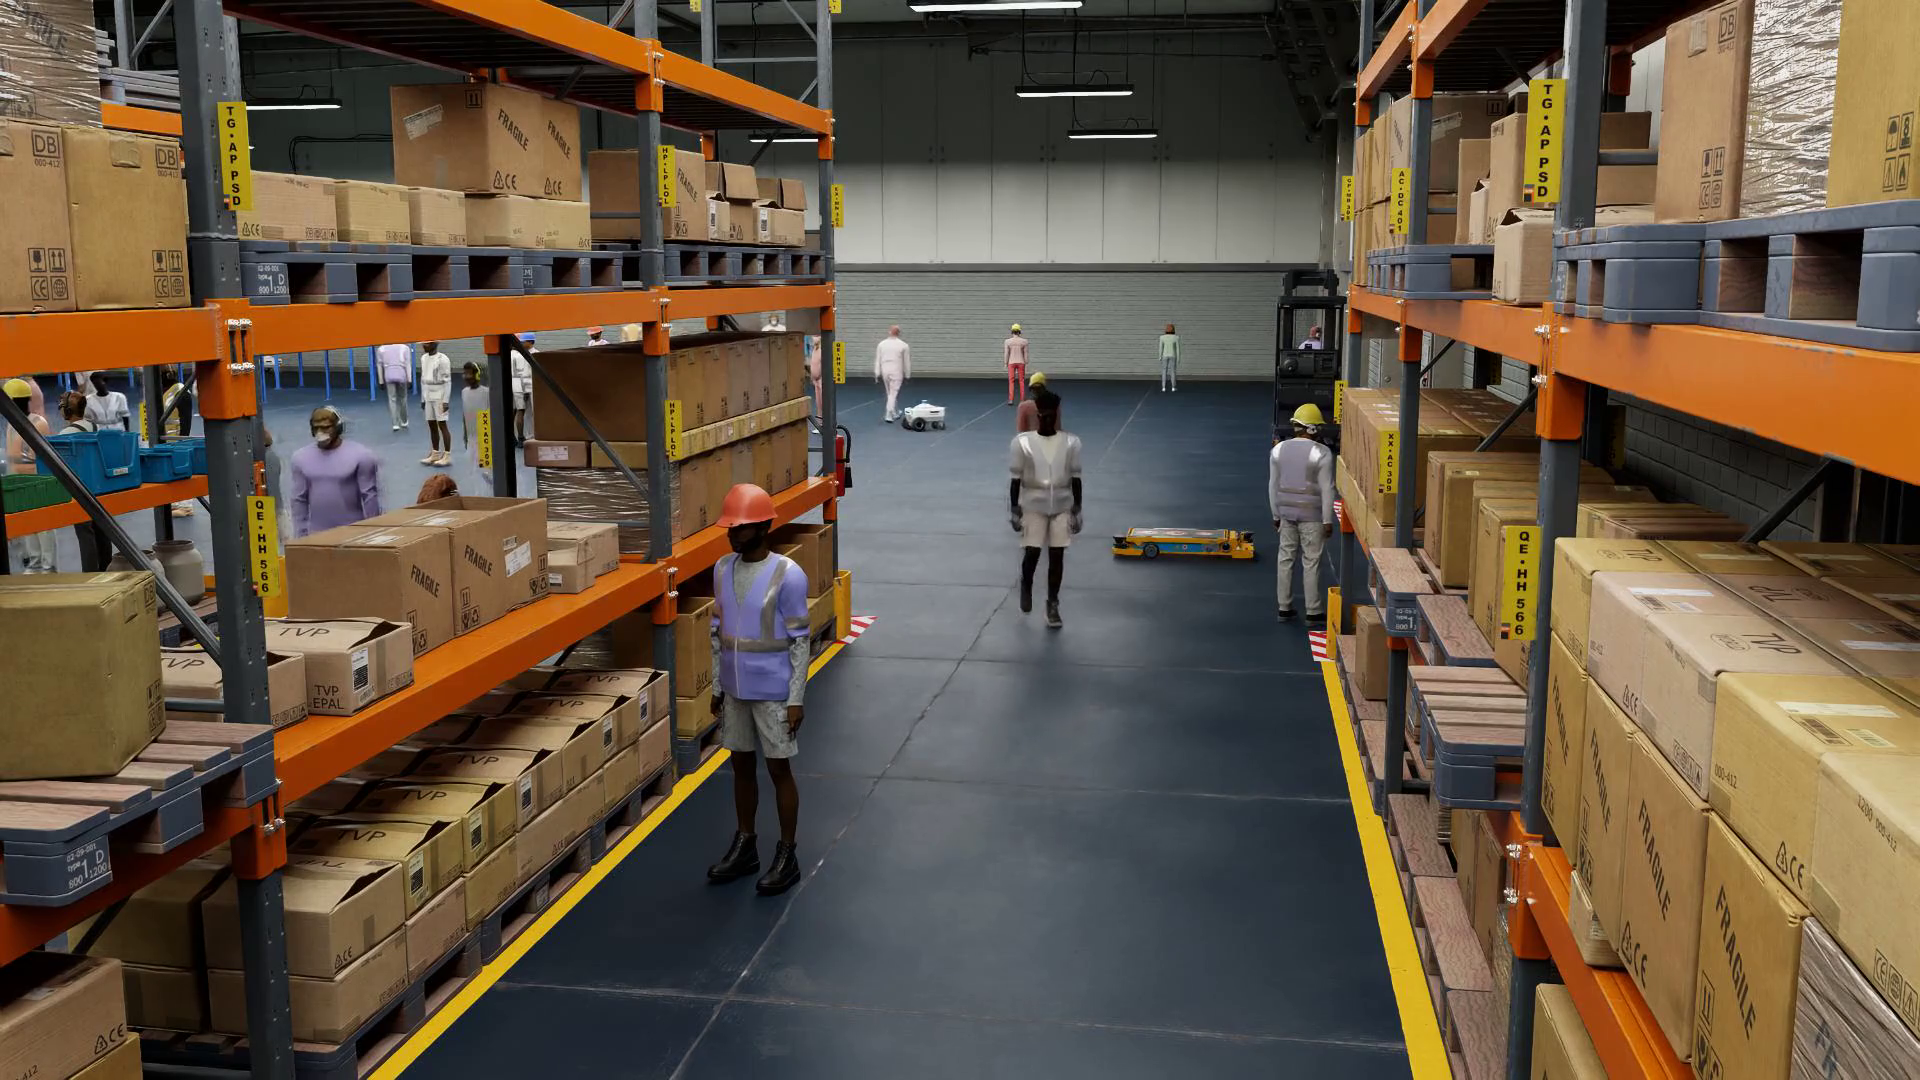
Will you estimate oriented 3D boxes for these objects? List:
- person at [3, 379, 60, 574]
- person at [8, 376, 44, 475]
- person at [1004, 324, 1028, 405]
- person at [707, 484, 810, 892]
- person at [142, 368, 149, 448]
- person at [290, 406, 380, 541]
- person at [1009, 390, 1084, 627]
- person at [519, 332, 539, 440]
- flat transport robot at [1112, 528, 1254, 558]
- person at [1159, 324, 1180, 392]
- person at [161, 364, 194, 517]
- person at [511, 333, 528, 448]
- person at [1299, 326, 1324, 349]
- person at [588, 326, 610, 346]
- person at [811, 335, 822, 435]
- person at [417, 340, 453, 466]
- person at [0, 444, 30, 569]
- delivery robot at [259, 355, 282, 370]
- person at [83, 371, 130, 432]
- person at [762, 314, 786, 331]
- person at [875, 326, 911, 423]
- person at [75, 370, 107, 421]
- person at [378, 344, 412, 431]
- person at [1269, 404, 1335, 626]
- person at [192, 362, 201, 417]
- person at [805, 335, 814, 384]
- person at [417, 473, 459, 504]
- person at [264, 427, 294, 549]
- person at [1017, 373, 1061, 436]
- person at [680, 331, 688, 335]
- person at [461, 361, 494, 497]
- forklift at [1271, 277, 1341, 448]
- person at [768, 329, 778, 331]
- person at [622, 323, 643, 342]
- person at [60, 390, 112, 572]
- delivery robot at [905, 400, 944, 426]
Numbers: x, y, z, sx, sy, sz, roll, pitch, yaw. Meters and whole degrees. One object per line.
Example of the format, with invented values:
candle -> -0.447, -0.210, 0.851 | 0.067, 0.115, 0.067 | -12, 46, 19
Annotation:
person -> -8.670, -0.536, 15.473 | 0.593, 1.924, 0.381 | 6, 11, 34
person -> -11.343, -1.246, 20.044 | 0.957, 1.857, 0.684 | -6, 11, -31
person -> 1.223, -3.828, 36.281 | 0.527, 1.765, 0.328 | -1, 9, -4
person -> -0.974, 0.694, 7.853 | 0.553, 1.935, 0.363 | 6, 11, 32
person -> -12.382, -2.173, 25.958 | 0.873, 1.806, 0.641 | 0, 9, -3
person -> -4.690, -0.045, 12.461 | 0.634, 1.918, 0.452 | 1, 9, 4
person -> 0.717, -0.267, 13.744 | 0.610, 1.954, 0.452 | -2, 9, -10
person -> -7.077, -2.490, 27.459 | 0.406, 1.947, 0.606 | -9, 13, -43
flat transport robot -> 2.319, 0.022, 17.257 | 1.431, 0.197, 0.652 | 1, 9, 9
person -> 5.081, -4.417, 40.312 | 0.507, 1.631, 0.268 | 3, 10, 16
person -> -9.434, -1.208, 19.885 | 0.625, 1.844, 0.429 | 6, 11, 33
person -> -7.325, -2.500, 27.540 | 0.548, 1.942, 0.348 | 8, 12, 41
person -> 6.519, -2.974, 30.577 | 0.411, 1.908, 0.643 | -8, 12, -39
person -> -6.928, -3.189, 31.839 | 0.542, 1.927, 0.380 | 6, 11, 32
person -> -2.470, -2.831, 29.737 | 0.397, 1.897, 0.653 | -4, 10, -22
person -> -7.894, -2.127, 24.934 | 0.615, 2.038, 0.395 | 7, 11, 36
person -> -9.215, -0.551, 15.955 | 0.878, 1.792, 0.609 | -5, 10, -26
delivery robot -> -19.795, -5.084, 47.585 | 0.707, 0.478, 0.477 | 1, 9, 9
person -> -10.869, -1.333, 21.179 | 0.548, 1.668, 0.579 | -5, 11, -30
person -> -4.467, -4.517, 40.107 | 0.631, 1.912, 0.926 | -2, 10, -15
person -> -1.277, -3.217, 32.271 | 0.659, 1.841, 1.045 | 4, 10, 21
person -> -12.827, -1.980, 24.556 | 0.328, 1.872, 0.512 | 4, 10, 22
person -> -10.405, -2.972, 30.657 | 0.595, 1.868, 0.984 | -2, 9, -12
person -> 2.848, -0.214, 13.794 | 0.591, 1.828, 0.404 | 9, 13, 44
person -> -15.148, -3.273, 33.279 | 0.435, 1.627, 0.518 | -1, 9, -4
person -> -3.982, -4.725, 42.062 | 0.540, 1.682, 0.582 | -9, 13, -44
person -> -3.328, 0.384, 10.696 | 0.503, 1.632, 0.274 | 5, 10, 27
person -> -6.161, -0.253, 14.780 | 0.869, 1.586, 0.496 | 2, 9, 14
person -> 0.932, -1.115, 19.699 | 0.518, 1.718, 0.930 | 1, 9, 4
person -> -5.891, -3.656, 35.633 | 0.549, 1.613, 0.657 | -1, 9, -5
person -> -5.762, -1.241, 20.094 | 0.502, 1.850, 0.634 | 6, 11, 31
forklift -> 5.847, -3.016, 27.970 | 1.129, 2.768, 1.873 | 1, 9, 9
person -> -3.418, -3.000, 30.913 | 0.565, 1.847, 0.396 | 5, 11, 29
person -> -8.129, -4.750, 41.468 | 0.549, 1.925, 0.398 | -1, 9, -9
person -> -7.956, -0.433, 15.088 | 0.347, 1.847, 0.505 | 1, 9, 7
delivery robot -> -0.649, -2.332, 30.610 | 0.707, 0.478, 0.477 | -5, 10, -27
